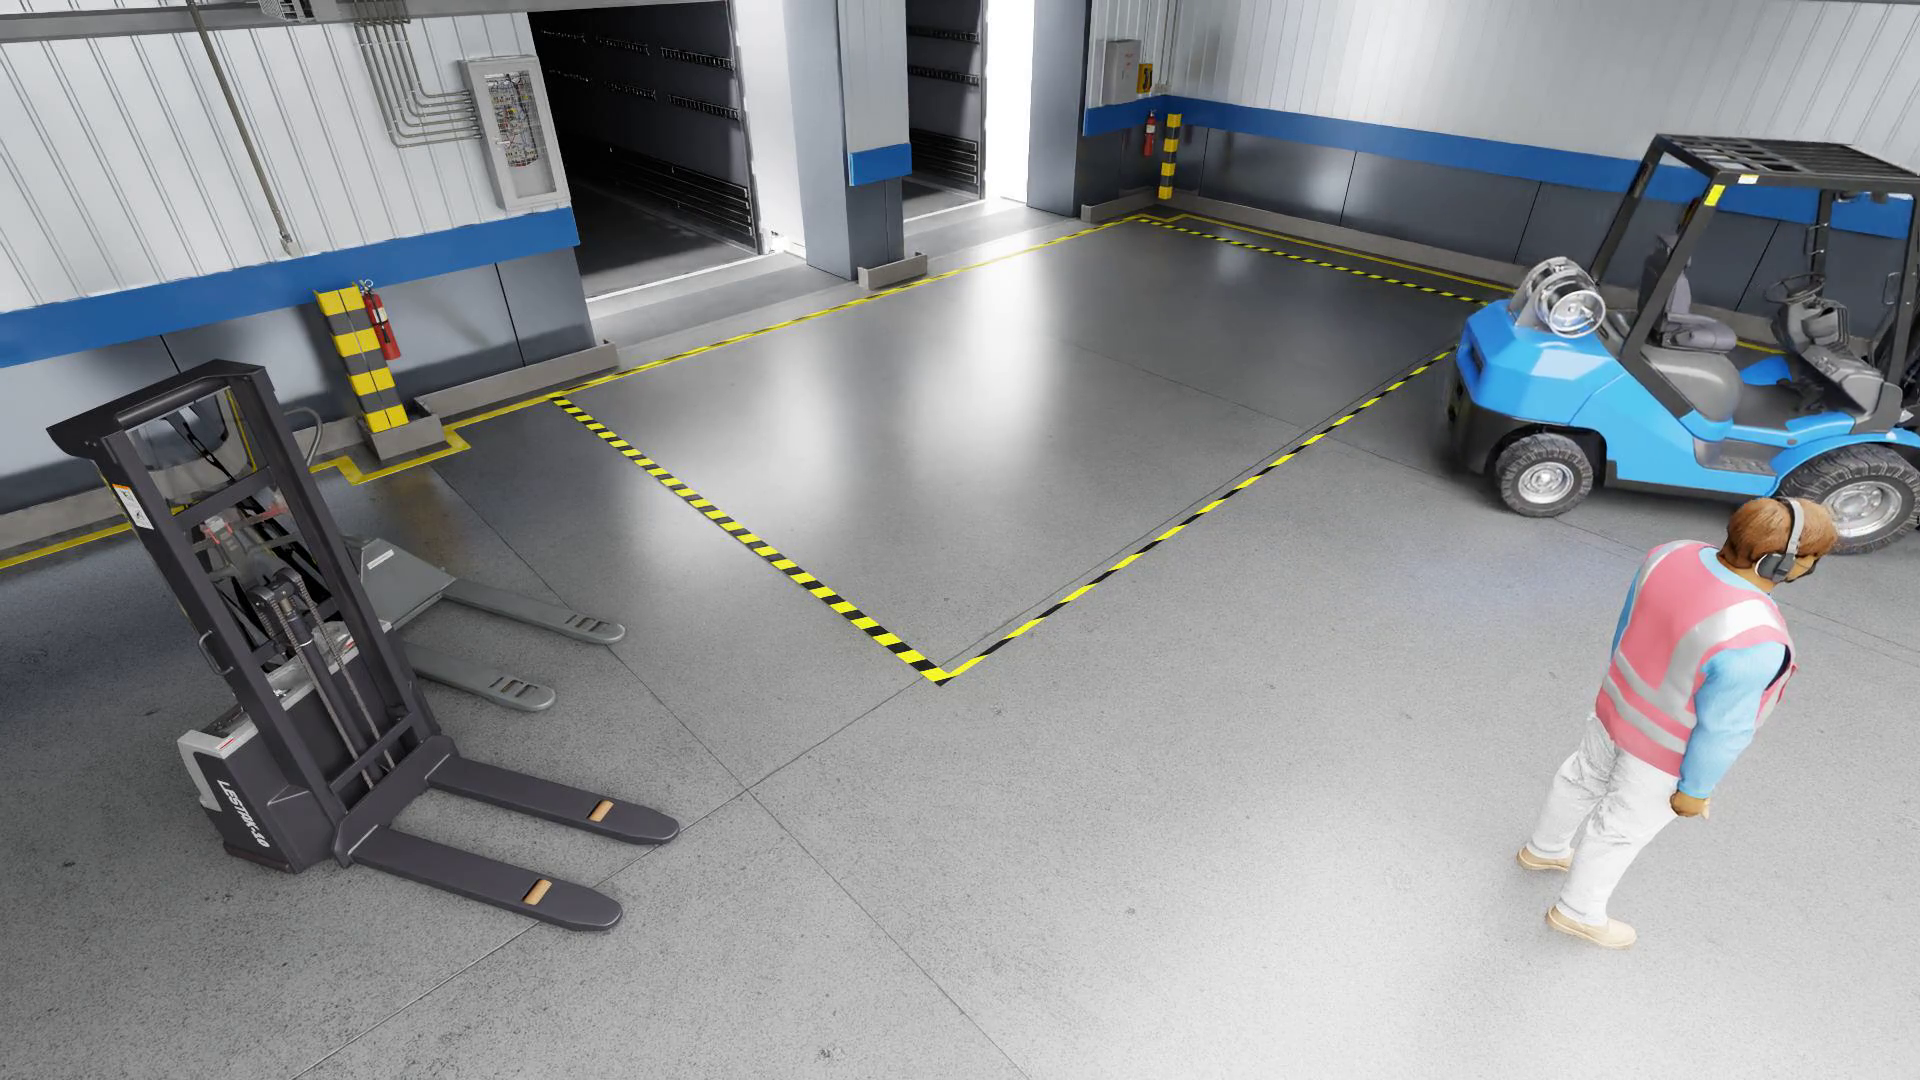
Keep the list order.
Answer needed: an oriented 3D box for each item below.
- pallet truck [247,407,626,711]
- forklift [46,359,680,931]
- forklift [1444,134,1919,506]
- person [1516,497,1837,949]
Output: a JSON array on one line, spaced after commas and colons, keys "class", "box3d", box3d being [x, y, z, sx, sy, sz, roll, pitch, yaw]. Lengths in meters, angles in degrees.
[{"class": "pallet truck", "box3d": [-2.628, 0.038, 4.590, 1.601, 1.201, 0.680, 12, 36, 18]}, {"class": "forklift", "box3d": [-2.135, 0.422, 3.354, 1.885, 1.965, 0.823, 10, 35, 14]}, {"class": "forklift", "box3d": [4.700, -1.332, 5.617, 2.680, 2.036, 1.157, 9, 35, 13]}, {"class": "person", "box3d": [2.416, 0.652, 3.153, 0.430, 1.843, 0.621, 5, 35, 7]}]
